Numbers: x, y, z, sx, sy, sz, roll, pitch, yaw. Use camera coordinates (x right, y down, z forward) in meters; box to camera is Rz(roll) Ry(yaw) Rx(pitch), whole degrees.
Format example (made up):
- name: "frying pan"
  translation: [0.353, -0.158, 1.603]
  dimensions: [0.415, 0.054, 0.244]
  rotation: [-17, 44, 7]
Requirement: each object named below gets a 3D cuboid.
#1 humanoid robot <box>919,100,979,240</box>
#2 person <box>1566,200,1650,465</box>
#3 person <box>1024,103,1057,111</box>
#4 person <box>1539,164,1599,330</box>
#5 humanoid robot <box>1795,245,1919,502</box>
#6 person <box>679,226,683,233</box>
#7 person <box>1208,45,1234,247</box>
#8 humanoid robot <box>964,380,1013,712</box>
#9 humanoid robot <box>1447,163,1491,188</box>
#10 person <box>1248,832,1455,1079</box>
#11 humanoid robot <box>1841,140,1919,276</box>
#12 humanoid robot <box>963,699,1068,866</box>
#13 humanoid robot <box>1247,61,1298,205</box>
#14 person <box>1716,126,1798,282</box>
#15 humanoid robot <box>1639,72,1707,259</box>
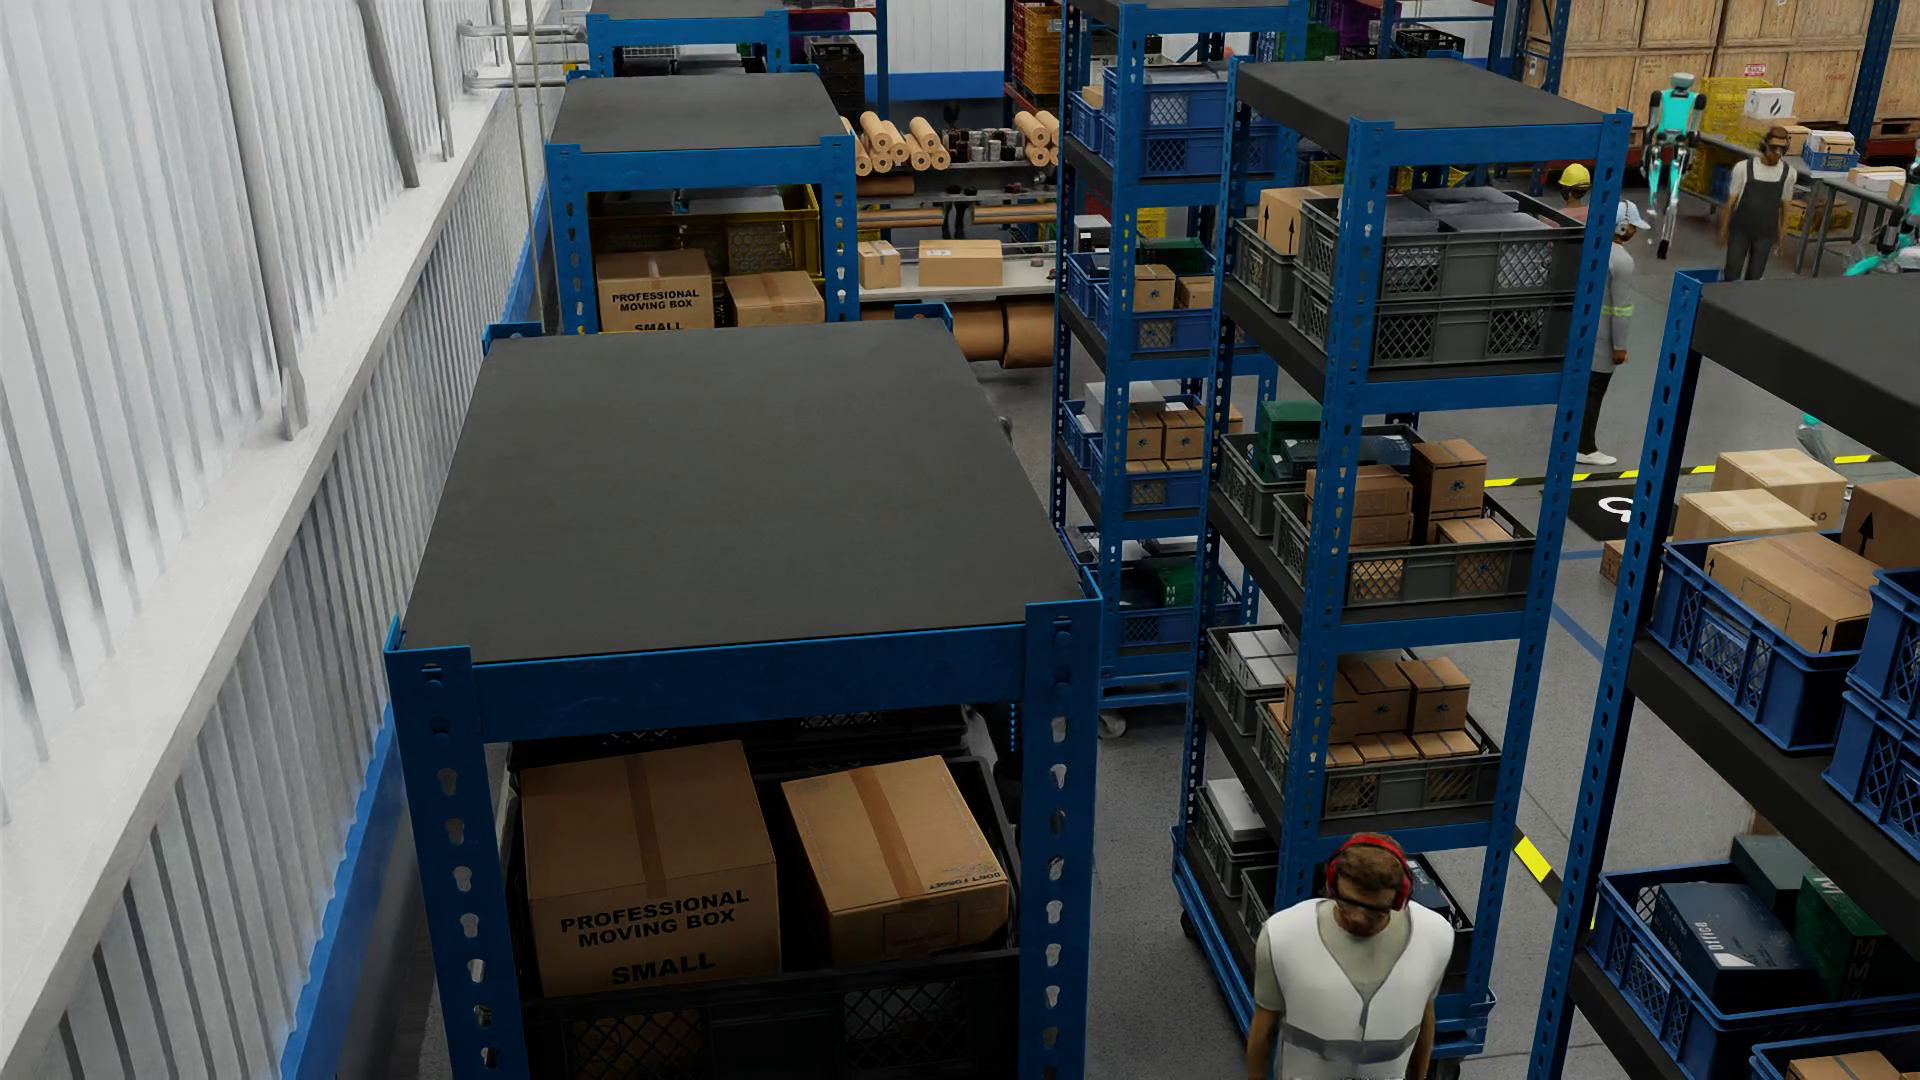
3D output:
- name: "humanoid robot"
  translation: [-0.102, -3.376, 15.960]
  dimensions: [0.591, 1.645, 0.519]
  rotation: [-9, 26, -18]
- name: "person"
  translation: [4.457, -1.435, 11.529]
  dimensions: [0.397, 1.847, 0.587]
  rotation: [-5, 25, -11]
- name: "person"
  translation: [0.908, -4.796, 18.838]
  dimensions: [0.390, 1.846, 0.572]
  rotation: [-12, 27, -23]
- name: "person"
  translation: [4.670, -2.032, 12.924]
  dimensions: [0.521, 1.768, 0.308]
  rotation: [-10, 27, -21]
- name: "humanoid robot"
  translation: [5.775, -1.103, 10.777]
  dimensions: [0.735, 1.677, 0.533]
  rotation: [14, 28, 27]
- name: "person"
  translation: [-1.847, -1.127, 10.752]
  dimensions: [0.359, 1.939, 0.542]
  rotation: [-1, 25, -3]
- name: "person"
  translation: [2.593, -4.043, 16.982]
  dimensions: [0.620, 2.026, 0.612]
  rotation: [-6, 25, -13]
- name: "humanoid robot"
  translation: [-0.033, 0.182, 8.291]
  dimensions: [0.551, 1.902, 0.719]
  rotation: [5, 25, 11]
- name: "humanoid robot"
  translation: [5.054, -3.725, 16.711]
  dimensions: [0.583, 1.659, 0.347]
  rotation: [-2, 25, -4]
- name: "person"
  translation: [1.115, 1.614, 4.911]
  dimensions: [0.562, 1.837, 0.392]
  rotation: [-2, 25, -4]
- name: "humanoid robot"
  translation: [7.804, -2.555, 14.074]
  dimensions: [0.531, 1.761, 0.782]
  rotation: [-15, 29, -29]
- name: "humanoid robot"
  translation: [0.200, 1.022, 6.403]
  dimensions: [0.613, 1.636, 0.602]
  rotation: [-1, 25, -1]
- name: "humanoid robot"
  translation: [3.576, -4.500, 18.473]
  dimensions: [0.771, 1.637, 0.602]
  rotation: [-8, 26, -17]
- name: "person"
  translation: [6.671, -2.552, 13.978]
  dimensions: [0.533, 1.827, 0.419]
  rotation: [6, 25, 12]
- name: "humanoid robot"
  translation: [7.106, -3.731, 16.668]
  dimensions: [0.556, 1.765, 0.960]
  rotation: [7, 26, 16]
